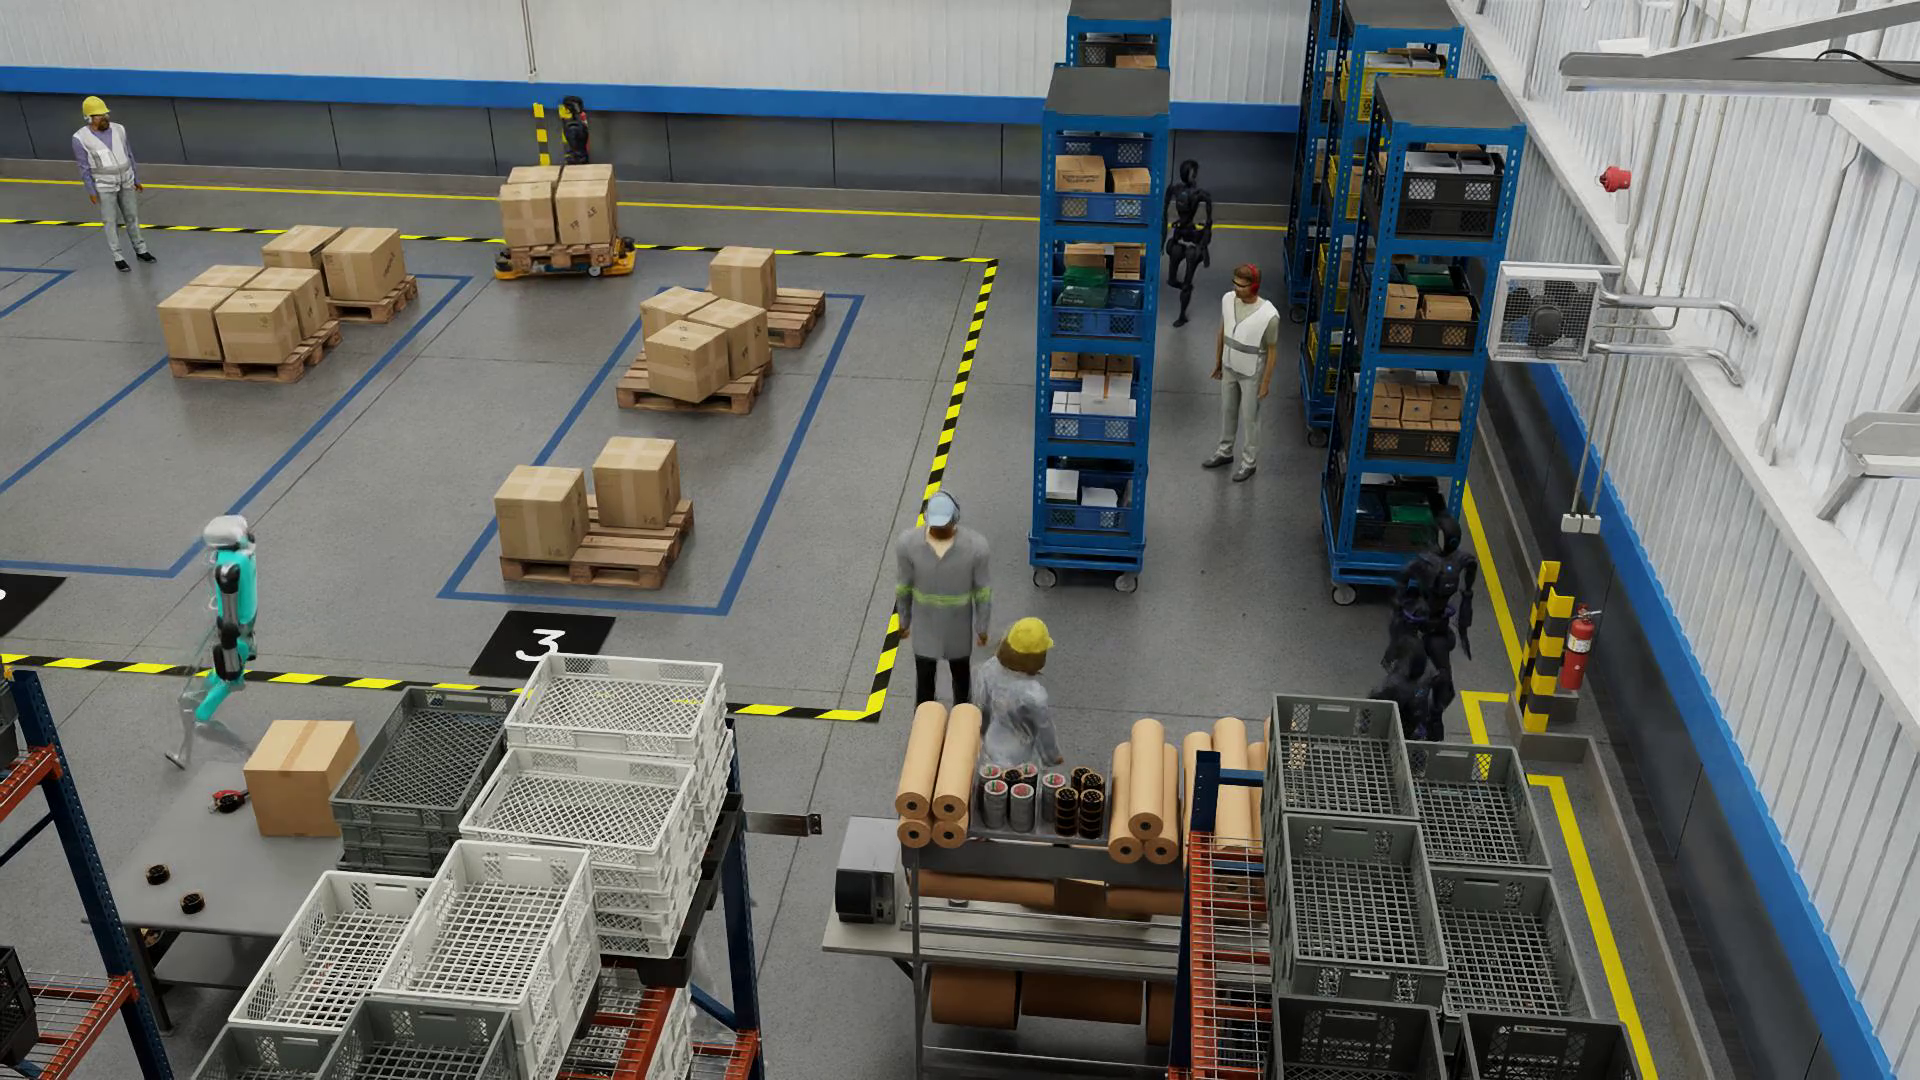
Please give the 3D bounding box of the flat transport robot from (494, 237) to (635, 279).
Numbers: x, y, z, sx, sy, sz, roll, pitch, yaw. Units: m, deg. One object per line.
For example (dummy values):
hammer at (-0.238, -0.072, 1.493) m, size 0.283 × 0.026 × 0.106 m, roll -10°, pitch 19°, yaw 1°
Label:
flat transport robot at (-4.236, -3.044, 17.874) m, size 1.431 × 0.197 × 0.652 m, roll -4°, pitch 30°, yaw -6°

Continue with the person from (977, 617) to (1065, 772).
person at (0.369, 1.163, 9.279) m, size 0.859 × 1.670 × 0.489 m, roll -18°, pitch 35°, yaw -28°

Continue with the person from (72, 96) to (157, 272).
person at (-8.955, -3.774, 17.596) m, size 0.404 × 1.836 × 0.595 m, roll 20°, pitch 36°, yaw 30°

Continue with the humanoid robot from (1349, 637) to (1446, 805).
humanoid robot at (2.424, 1.221, 9.215) m, size 0.630 × 1.649 × 0.566 m, roll -13°, pitch 33°, yaw -21°

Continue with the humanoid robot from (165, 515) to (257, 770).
humanoid robot at (-4.601, 0.714, 10.048) m, size 0.942 × 1.811 × 0.556 m, roll -5°, pitch 31°, yaw -9°

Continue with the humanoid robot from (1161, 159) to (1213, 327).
humanoid robot at (2.264, -2.952, 16.359) m, size 0.588 × 1.643 × 0.542 m, roll 19°, pitch 35°, yaw 29°

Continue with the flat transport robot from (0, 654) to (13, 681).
flat transport robot at (-7.142, 0.969, 11.010) m, size 1.431 × 0.231 × 0.659 m, roll 3°, pitch 30°, yaw 6°

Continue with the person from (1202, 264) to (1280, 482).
person at (2.305, -1.369, 13.459) m, size 0.378 × 1.841 × 0.565 m, roll -22°, pitch 37°, yaw -33°

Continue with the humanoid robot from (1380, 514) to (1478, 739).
humanoid robot at (2.887, 0.576, 10.283) m, size 0.589 × 1.643 × 0.367 m, roll -9°, pitch 31°, yaw -15°

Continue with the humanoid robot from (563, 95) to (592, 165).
humanoid robot at (-4.177, -4.078, 18.282) m, size 0.357 × 1.648 × 0.601 m, roll -2°, pitch 30°, yaw -4°

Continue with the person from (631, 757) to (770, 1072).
person at (-1.263, 1.760, 8.103) m, size 0.964 × 1.815 × 0.543 m, roll 23°, pitch 37°, yaw 34°

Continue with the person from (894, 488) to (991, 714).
person at (-0.115, 0.497, 10.251) m, size 0.596 × 1.852 × 0.395 m, roll 3°, pitch 30°, yaw 6°
